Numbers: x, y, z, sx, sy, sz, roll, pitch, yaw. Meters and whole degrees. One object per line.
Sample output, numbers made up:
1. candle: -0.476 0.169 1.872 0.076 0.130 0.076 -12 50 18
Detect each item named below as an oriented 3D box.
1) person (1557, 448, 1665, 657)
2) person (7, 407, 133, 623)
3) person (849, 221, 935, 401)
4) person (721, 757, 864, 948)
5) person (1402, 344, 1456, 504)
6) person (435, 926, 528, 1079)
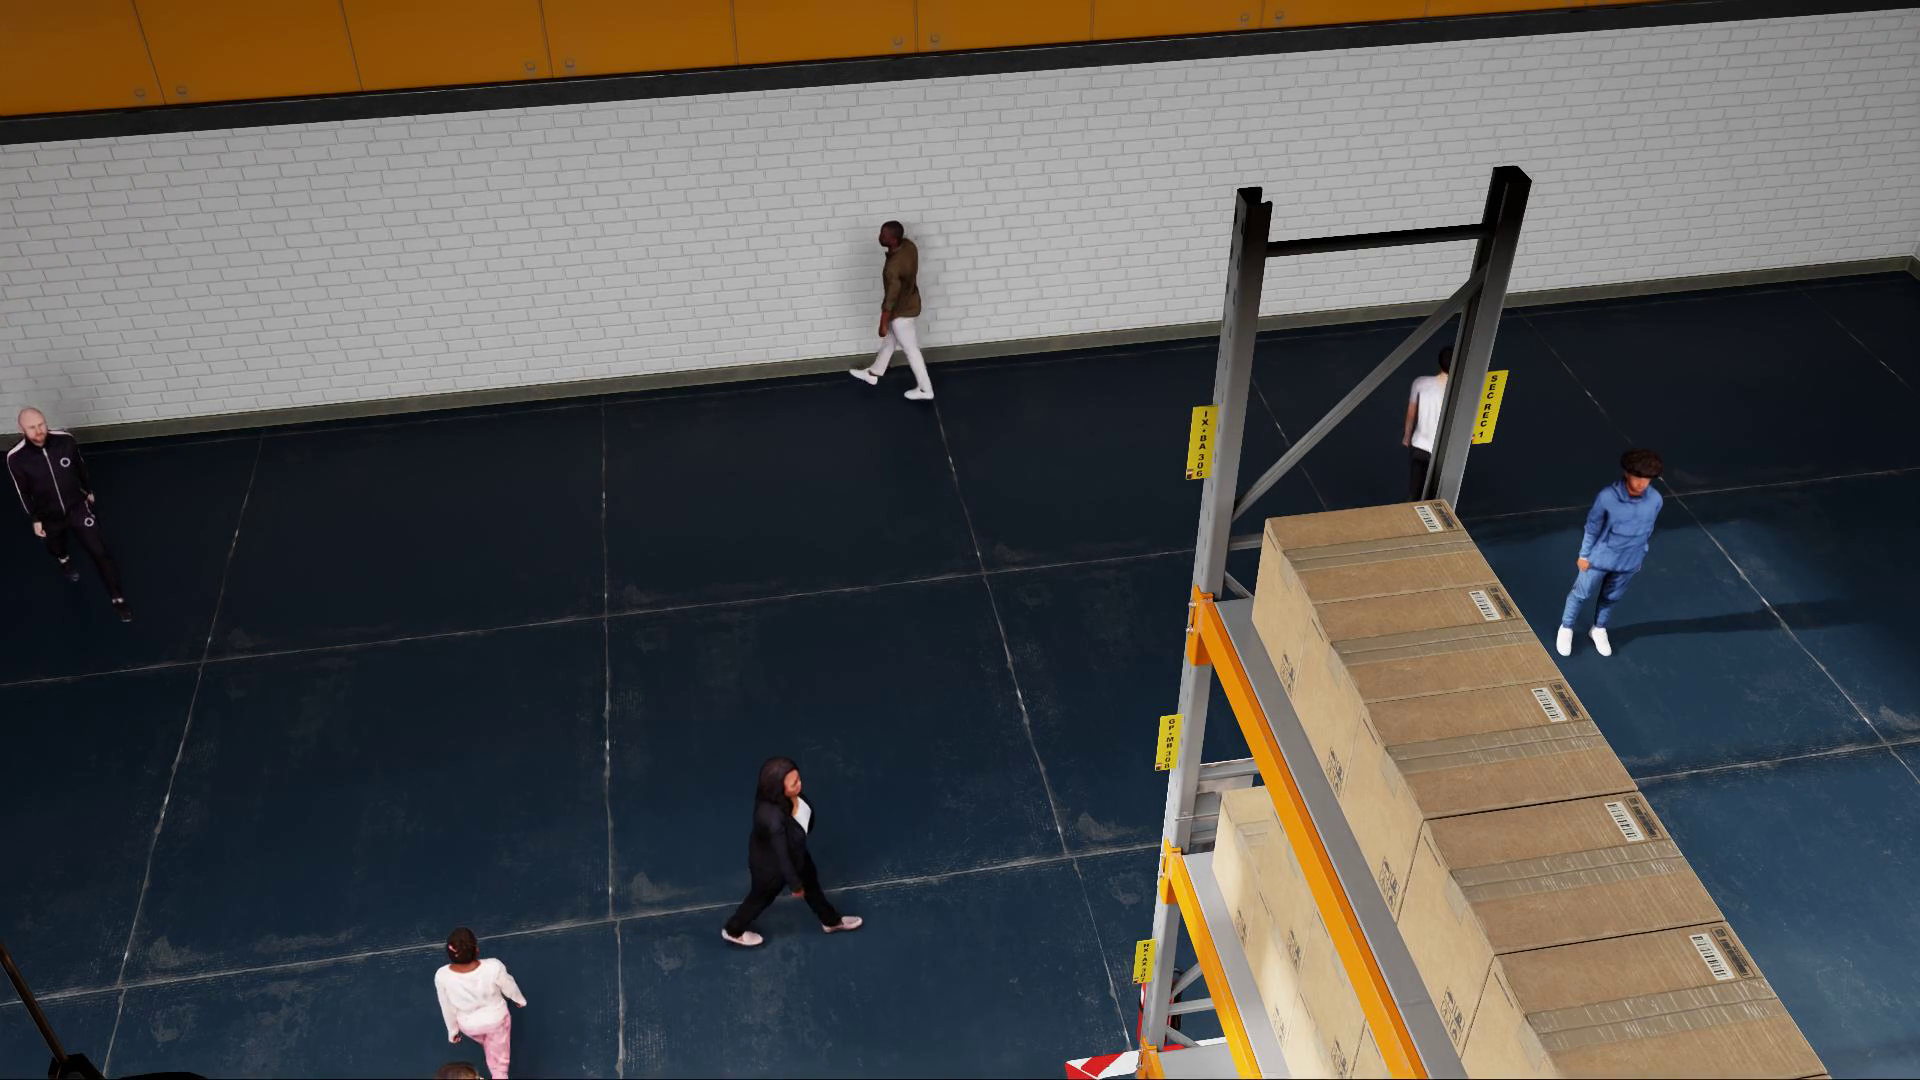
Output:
1. person: 4.772 0.081 12.152 0.713 1.805 0.611 0 39 0
2. person: -6.816 -0.250 12.574 1.034 1.795 1.320 -24 45 -27
3. person: -0.434 -2.013 14.782 1.013 1.795 1.107 7 39 8
4. person: -1.175 1.929 10.028 0.834 1.569 1.101 0 39 0
5. person: 3.685 -0.675 13.058 0.826 1.855 0.884 23 44 27
6. person: -2.639 2.695 9.195 0.595 1.411 0.982 -5 39 -6
